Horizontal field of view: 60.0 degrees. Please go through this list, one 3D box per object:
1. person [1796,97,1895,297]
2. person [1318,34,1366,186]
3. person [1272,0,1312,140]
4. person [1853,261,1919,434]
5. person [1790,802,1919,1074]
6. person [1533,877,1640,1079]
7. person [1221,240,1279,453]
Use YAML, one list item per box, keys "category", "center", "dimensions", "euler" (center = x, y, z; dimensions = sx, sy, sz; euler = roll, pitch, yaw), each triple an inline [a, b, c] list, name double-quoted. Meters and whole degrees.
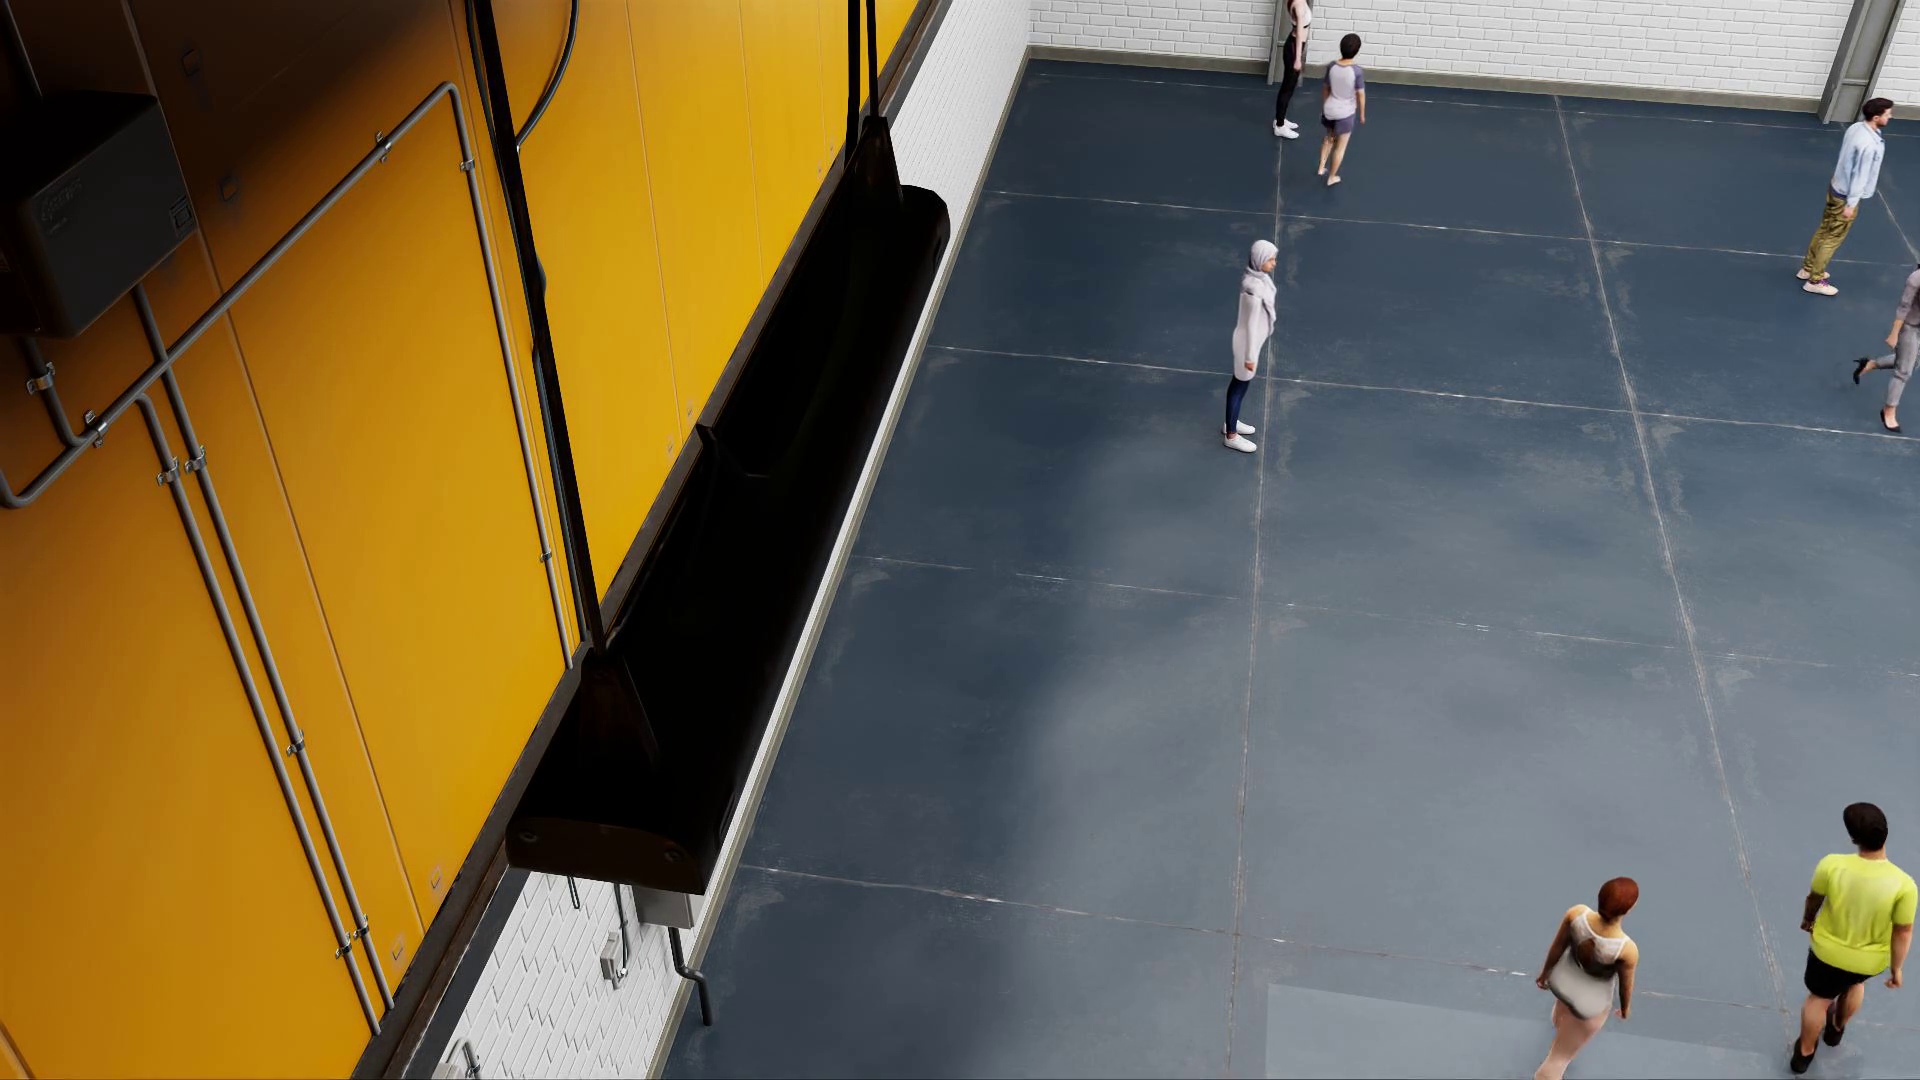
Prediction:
- category: "person"
  center: [7.908, -3.089, 14.853]
  dimensions: [0.544, 1.811, 0.667]
  euler: [8, 39, 9]
- category: "person"
  center: [3.750, -4.241, 16.502]
  dimensions: [0.657, 1.553, 0.744]
  euler: [30, 47, 32]
- category: "person"
  center: [3.500, -5.102, 17.430]
  dimensions: [0.506, 1.741, 0.579]
  euler: [8, 39, 9]
- category: "person"
  center: [7.546, -1.698, 13.235]
  dimensions: [0.985, 1.658, 0.966]
  euler: [-13, 40, -16]
- category: "person"
  center: [4.543, 2.114, 8.467]
  dimensions: [0.822, 1.650, 0.889]
  euler: [28, 46, 31]
- category: "person"
  center: [3.025, 2.300, 8.265]
  dimensions: [1.019, 1.612, 0.970]
  euler: [-26, 45, -28]
- category: "person"
  center: [2.234, -1.522, 12.918]
  dimensions: [0.524, 1.776, 0.603]
  euler: [8, 39, 9]
